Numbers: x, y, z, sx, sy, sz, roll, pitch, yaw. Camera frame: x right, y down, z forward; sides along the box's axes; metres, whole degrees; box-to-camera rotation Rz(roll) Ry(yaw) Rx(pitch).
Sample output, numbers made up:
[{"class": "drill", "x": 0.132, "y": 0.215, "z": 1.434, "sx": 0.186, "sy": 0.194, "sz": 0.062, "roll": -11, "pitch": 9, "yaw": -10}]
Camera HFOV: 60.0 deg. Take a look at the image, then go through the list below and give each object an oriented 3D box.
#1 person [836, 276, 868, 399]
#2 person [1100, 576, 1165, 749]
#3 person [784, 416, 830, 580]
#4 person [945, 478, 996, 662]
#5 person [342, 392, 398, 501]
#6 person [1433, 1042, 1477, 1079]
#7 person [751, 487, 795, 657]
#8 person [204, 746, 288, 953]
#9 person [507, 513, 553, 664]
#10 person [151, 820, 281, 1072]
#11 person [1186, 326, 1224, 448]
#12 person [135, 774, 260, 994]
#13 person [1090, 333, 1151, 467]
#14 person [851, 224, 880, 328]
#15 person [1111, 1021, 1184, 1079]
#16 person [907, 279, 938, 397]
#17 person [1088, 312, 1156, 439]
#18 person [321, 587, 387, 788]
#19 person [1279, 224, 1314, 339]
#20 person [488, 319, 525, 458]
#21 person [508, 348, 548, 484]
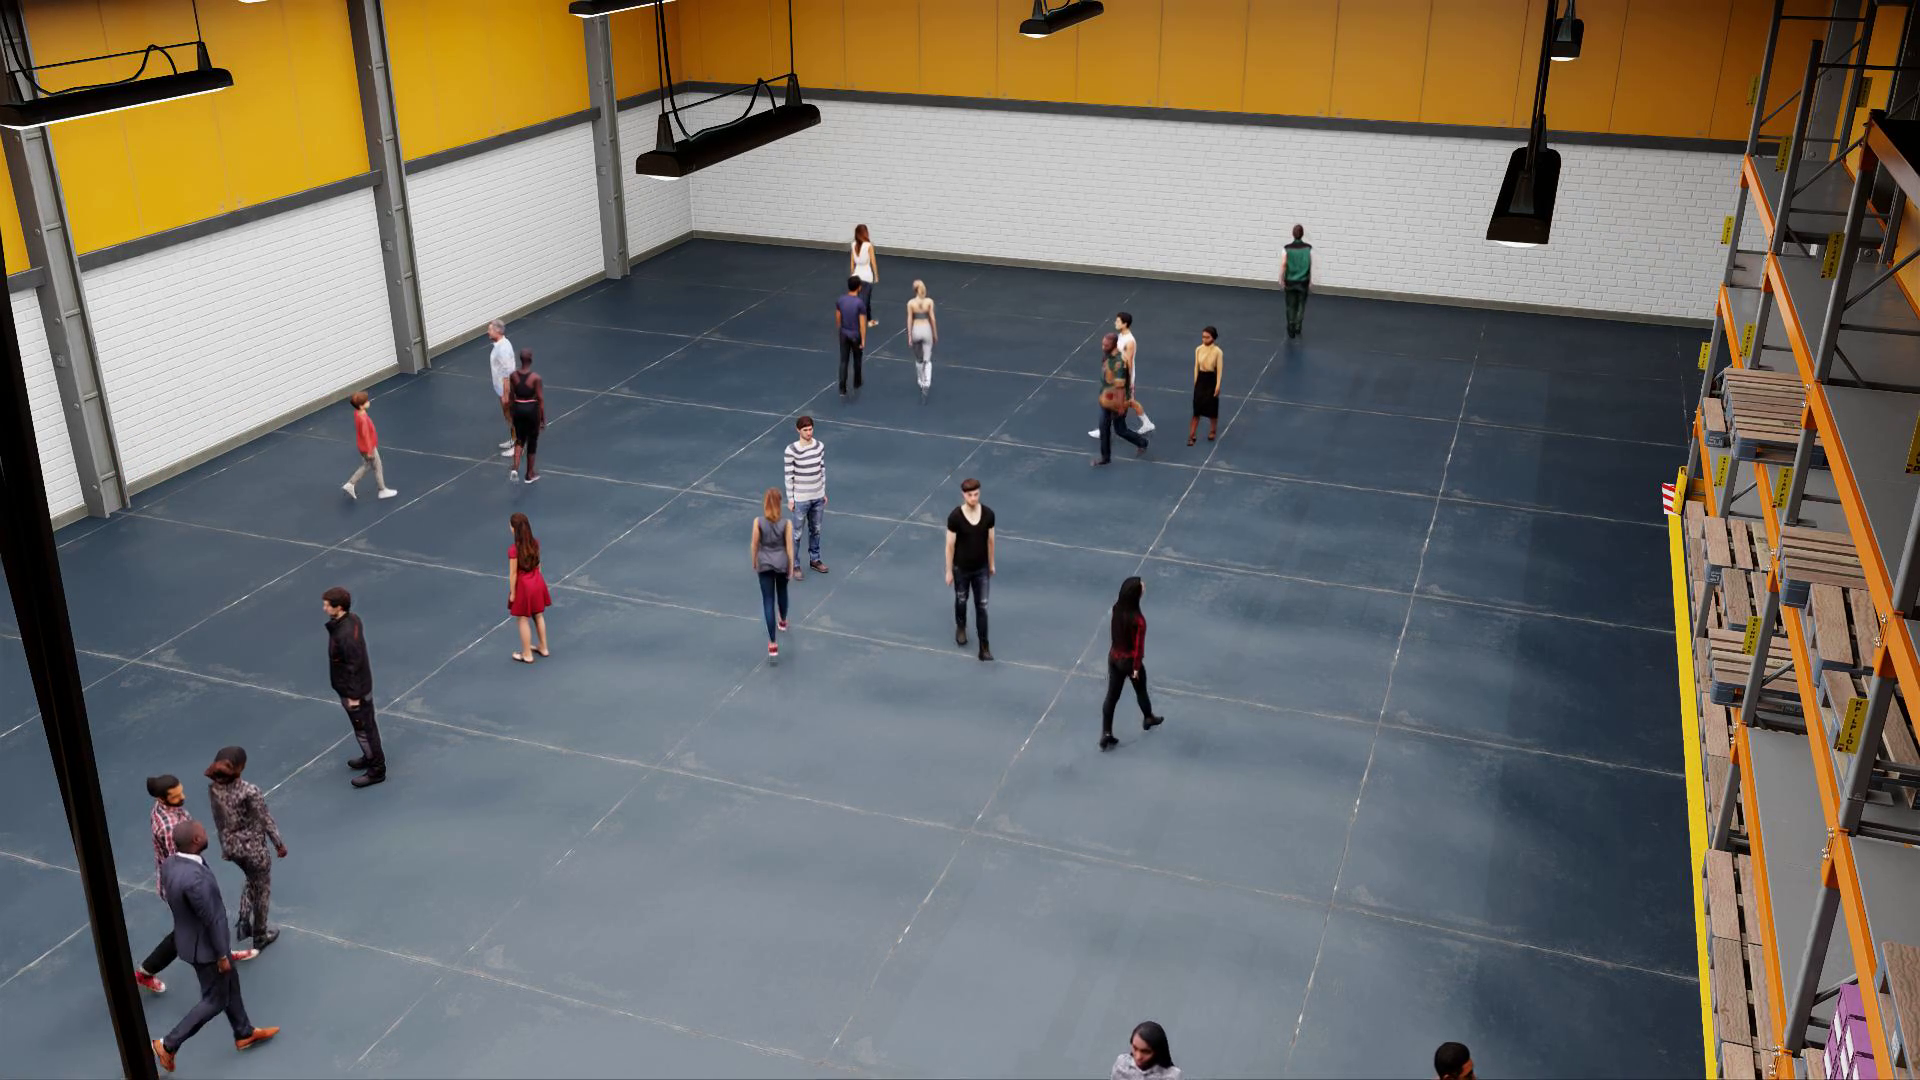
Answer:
[{"class": "person", "x": -1.614, "y": -2.884, "z": 23.956, "sx": 0.737, "sy": 1.743, "sz": 1.156, "roll": 5, "pitch": 24, "yaw": 11}, {"class": "person", "x": 1.423, "y": 1.127, "z": 14.924, "sx": 1.066, "sy": 1.627, "sz": 0.893, "roll": -19, "pitch": 30, "yaw": -37}, {"class": "person", "x": -1.698, "y": -0.500, "z": 18.364, "sx": 0.687, "sy": 1.854, "sz": 0.783, "roll": -15, "pitch": 28, "yaw": -30}, {"class": "person", "x": 0.079, "y": 0.246, "z": 16.665, "sx": 1.035, "sy": 1.846, "sz": 1.266, "roll": -4, "pitch": 24, "yaw": -8}, {"class": "person", "x": -7.332, "y": -1.139, "z": 20.390, "sx": 0.920, "sy": 1.401, "sz": 0.787, "roll": -16, "pitch": 28, "yaw": -32}, {"class": "person", "x": 2.645, "y": 3.523, "z": 9.253, "sx": 0.698, "sy": 1.779, "sz": 0.494, "roll": 10, "pitch": 26, "yaw": 22}, {"class": "person", "x": -1.876, "y": 0.347, "z": 16.645, "sx": 0.985, "sy": 1.678, "sz": 1.247, "roll": -4, "pitch": 24, "yaw": -9}, {"class": "person", "x": -5.257, "y": 2.302, "z": 12.142, "sx": 0.568, "sy": 1.703, "sz": 0.608, "roll": 9, "pitch": 25, "yaw": 19}, {"class": "person", "x": -4.295, "y": 0.464, "z": 16.538, "sx": 0.683, "sy": 1.549, "sz": 0.611, "roll": 15, "pitch": 28, "yaw": 31}, {"class": "person", "x": -5.092, "y": 2.729, "z": 11.049, "sx": 1.174, "sy": 1.796, "sz": 1.041, "roll": -16, "pitch": 28, "yaw": -32}, {"class": "person", "x": 3.357, "y": -2.063, "z": 22.222, "sx": 0.706, "sy": 1.627, "sz": 0.978, "roll": 13, "pitch": 27, "yaw": 28}, {"class": "person", "x": -5.592, "y": 2.440, "z": 11.782, "sx": 1.220, "sy": 1.739, "sz": 1.129, "roll": -13, "pitch": 27, "yaw": -28}, {"class": "person", "x": 2.067, "y": -1.811, "z": 21.455, "sx": 1.144, "sy": 1.779, "sz": 1.094, "roll": -11, "pitch": 26, "yaw": -23}, {"class": "person", "x": -1.604, "y": -4.197, "z": 26.946, "sx": 0.777, "sy": 1.753, "sz": 1.150, "roll": 15, "pitch": 28, "yaw": 31}, {"class": "person", "x": 1.093, "y": 3.435, "z": 9.540, "sx": 0.688, "sy": 1.710, "sz": 0.875, "roll": 13, "pitch": 27, "yaw": 28}, {"class": "person", "x": -0.548, "y": -2.908, "z": 24.101, "sx": 0.907, "sy": 1.669, "sz": 1.193, "roll": -2, "pitch": 24, "yaw": -4}, {"class": "person", "x": 2.295, "y": -2.188, "z": 22.351, "sx": 0.984, "sy": 1.752, "sz": 1.172, "roll": 0, "pitch": 24, "yaw": -1}, {"class": "person", "x": -5.233, "y": 1.246, "z": 14.387, "sx": 0.849, "sy": 1.840, "sz": 0.773, "roll": -9, "pitch": 25, "yaw": -20}, {"class": "person", "x": 5.412, "y": -4.140, "z": 26.718, "sx": 0.750, "sy": 1.831, "sz": 0.752, "roll": 2, "pitch": 24, "yaw": 4}, {"class": "person", "x": -5.961, "y": -2.020, "z": 21.874, "sx": 0.828, "sy": 1.827, "sz": 0.731, "roll": -7, "pitch": 24, "yaw": -15}, {"class": "person", "x": -5.459, "y": -1.510, "z": 20.813, "sx": 0.715, "sy": 1.742, "sz": 0.825, "roll": 2, "pitch": 24, "yaw": 5}]
